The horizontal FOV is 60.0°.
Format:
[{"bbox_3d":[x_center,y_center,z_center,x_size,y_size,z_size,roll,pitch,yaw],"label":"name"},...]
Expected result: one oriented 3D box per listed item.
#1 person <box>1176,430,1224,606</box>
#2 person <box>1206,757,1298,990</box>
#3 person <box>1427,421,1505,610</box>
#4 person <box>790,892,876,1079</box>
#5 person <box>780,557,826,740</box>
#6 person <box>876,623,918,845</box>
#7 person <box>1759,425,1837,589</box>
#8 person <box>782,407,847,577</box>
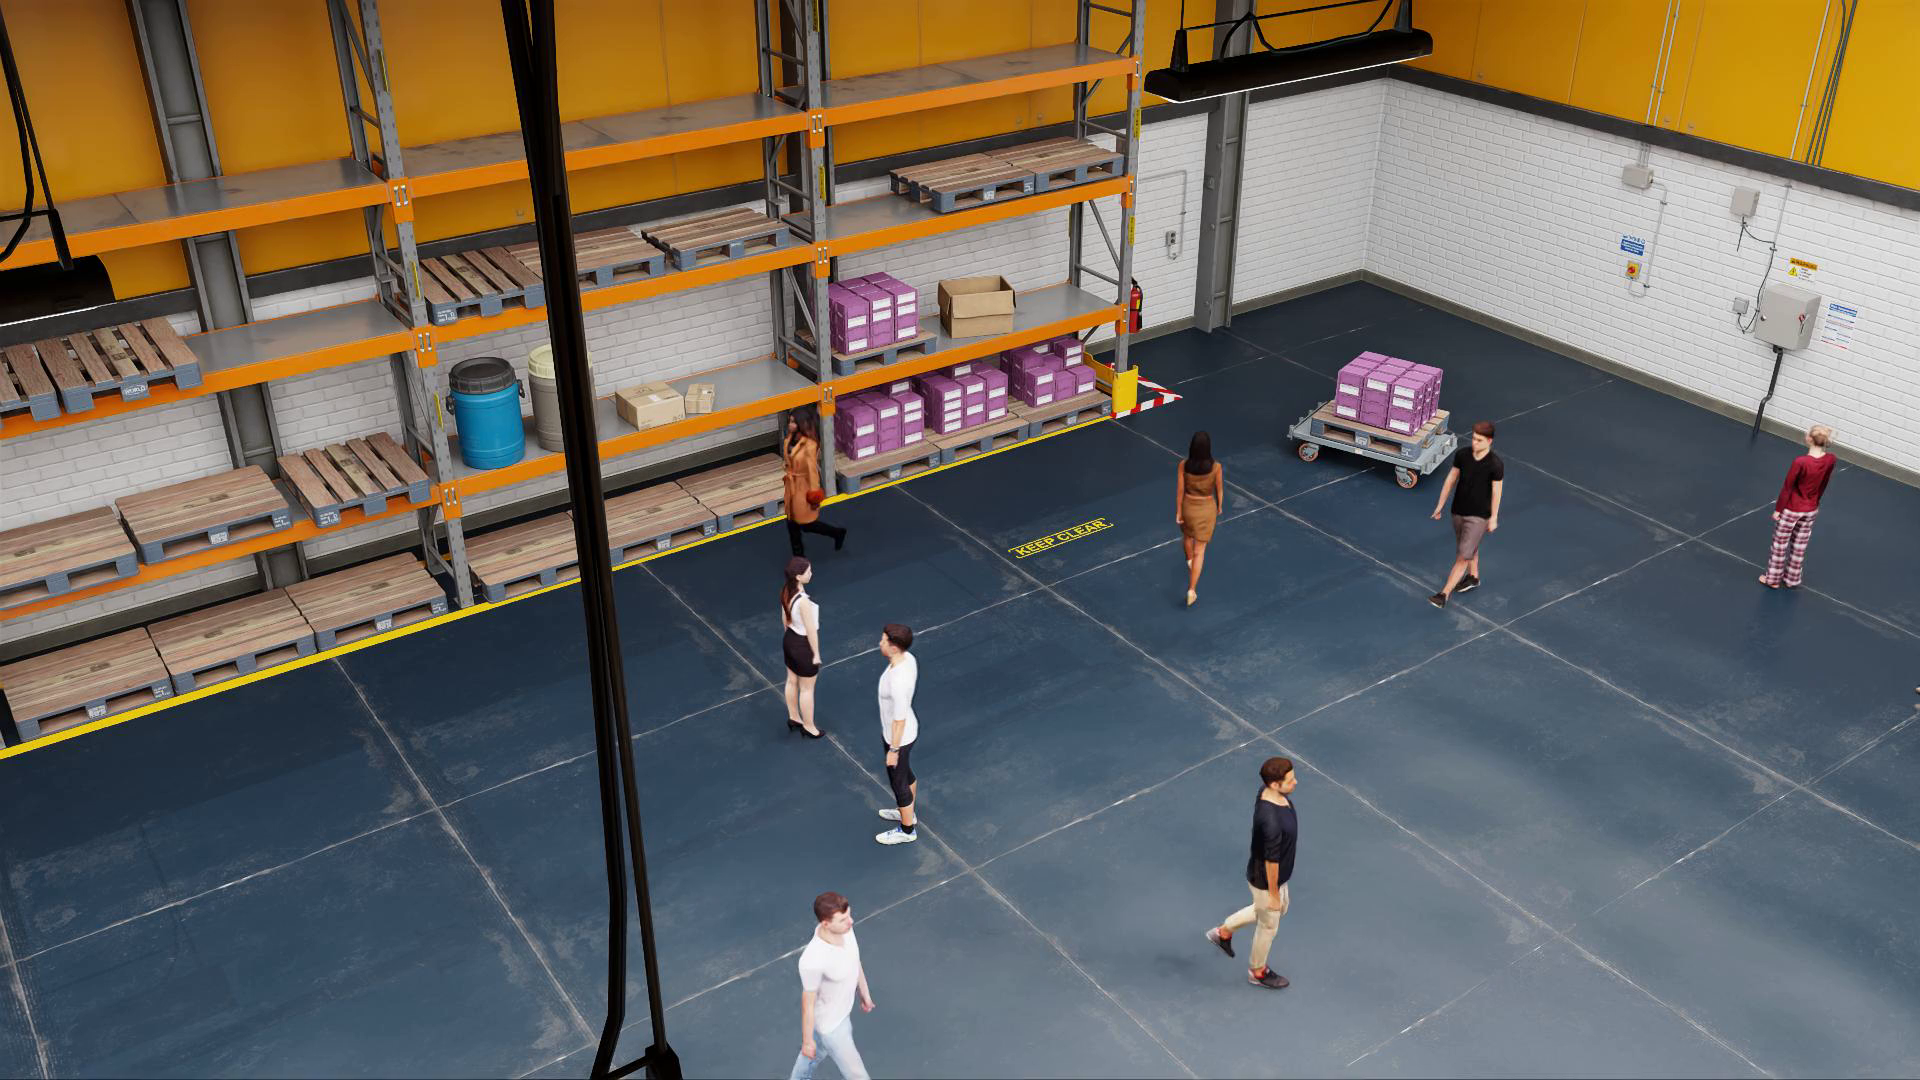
[{"bbox_3d":[2.207,-0.175,15.466,0.995,1.638,1.125,8,30,14],"label":"person"},{"bbox_3d":[1.942,2.187,10.922,0.956,1.842,0.903,6,29,11],"label":"person"},{"bbox_3d":[4.810,-0.273,15.457,1.160,1.818,0.686,-20,34,-32],"label":"person"},{"bbox_3d":[-0.832,2.806,9.842,1.199,1.789,1.221,8,30,15],"label":"person"},{"bbox_3d":[-1.301,0.878,13.522,0.524,1.650,0.563,-21,35,-33],"label":"person"},{"bbox_3d":[-0.451,1.419,12.321,0.780,1.851,0.754,1,29,3],"label":"person"},{"bbox_3d":[7.918,-0.318,15.662,0.595,1.701,0.753,-4,29,-7],"label":"person"},{"bbox_3d":[-1.449,-0.472,15.941,0.910,1.705,0.691,-19,34,-31],"label":"person"}]
